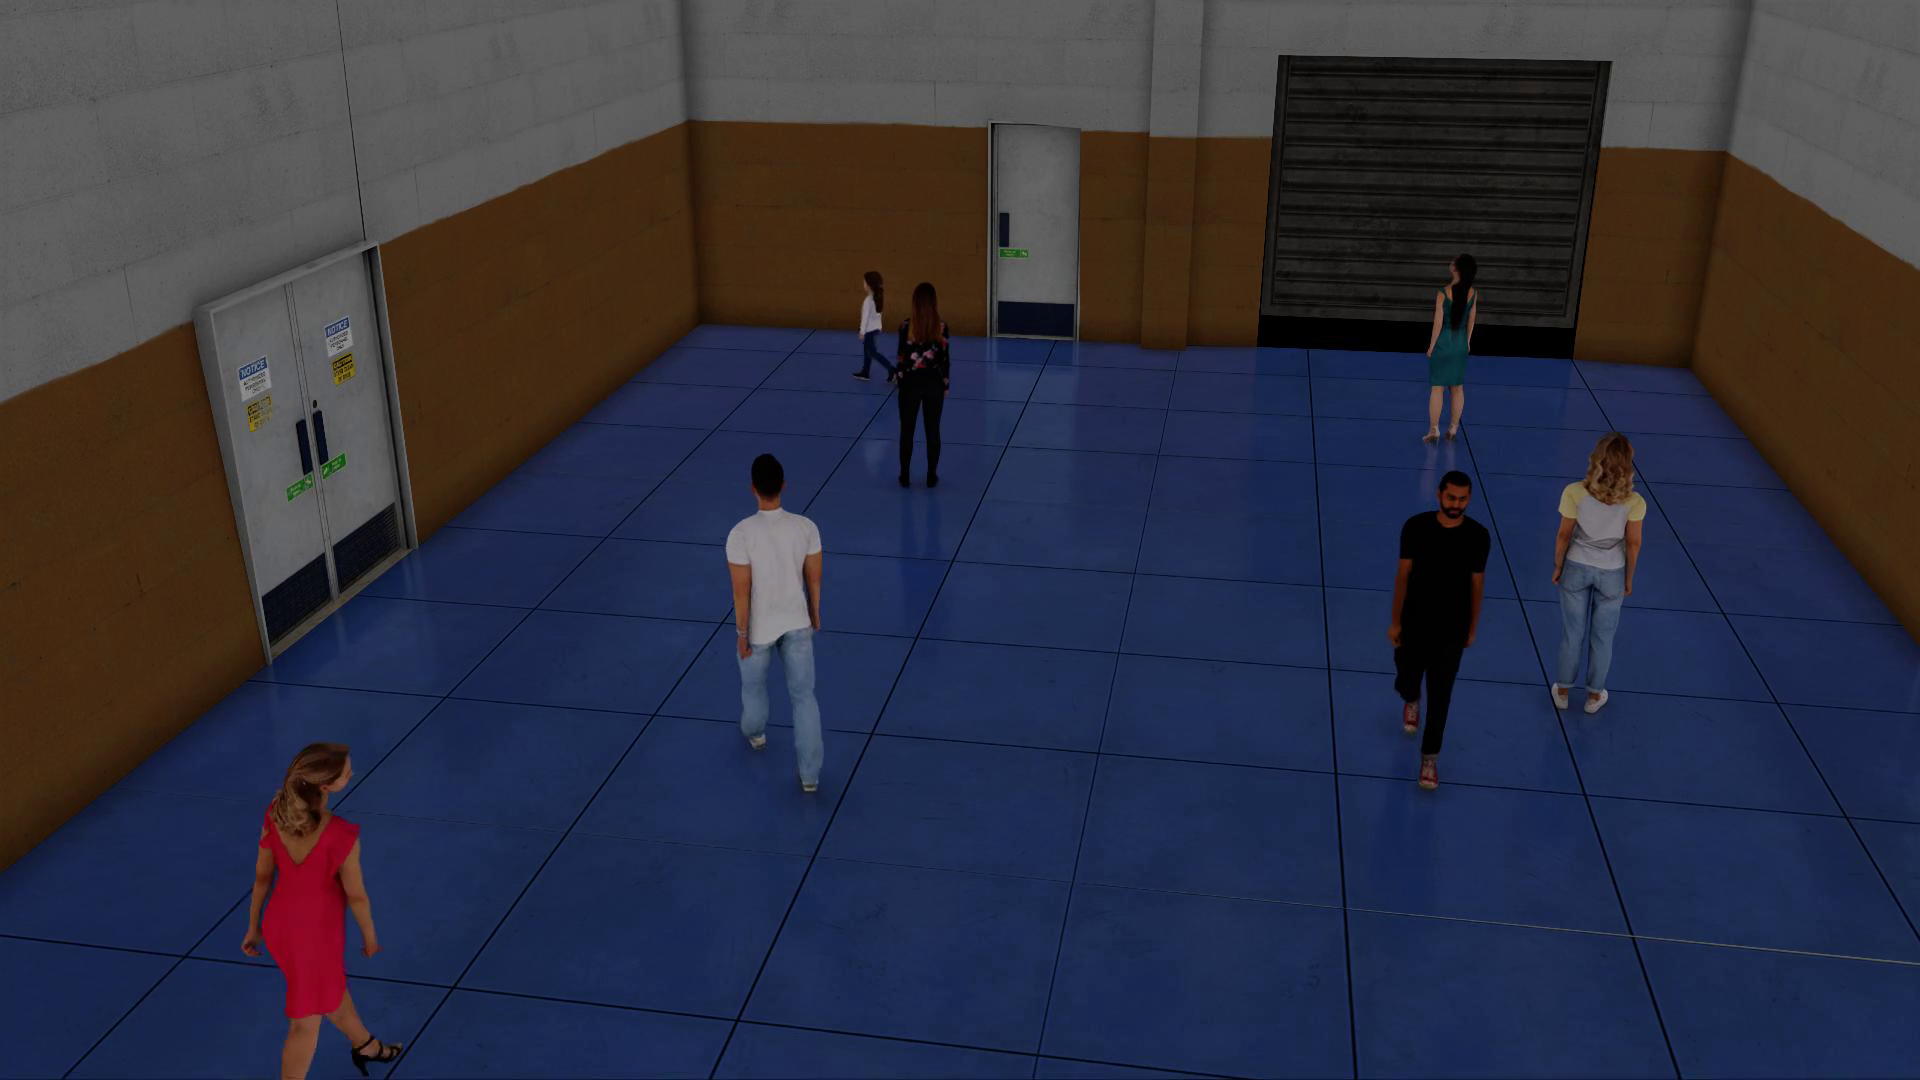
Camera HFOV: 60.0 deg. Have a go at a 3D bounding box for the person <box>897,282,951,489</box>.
[{"bbox_3d":[-0.298,-1.240,13.380,0.528,1.683,0.688,-2,22,-4],"label":"person"}]

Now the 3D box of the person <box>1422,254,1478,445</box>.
[{"bbox_3d":[4.249,-1.655,14.415,0.561,1.682,0.678,-5,22,-12],"label":"person"}]

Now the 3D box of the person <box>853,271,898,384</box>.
[{"bbox_3d":[-0.817,-2.061,16.210,0.762,1.097,0.505,7,23,17],"label":"person"}]

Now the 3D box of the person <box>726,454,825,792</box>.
[{"bbox_3d":[-0.954,0.490,8.895,1.236,1.818,1.150,-8,23,-19],"label":"person"}]

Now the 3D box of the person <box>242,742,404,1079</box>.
[{"bbox_3d":[-2.569,1.572,6.393,0.932,1.675,0.893,7,23,18],"label":"person"}]

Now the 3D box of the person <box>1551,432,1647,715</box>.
[{"bbox_3d":[3.713,0.197,9.729,0.562,1.723,0.732,9,24,21],"label":"person"}]

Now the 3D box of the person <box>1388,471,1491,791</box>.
[{"bbox_3d":[2.591,0.433,9.149,1.025,1.735,0.793,7,23,17],"label":"person"}]
